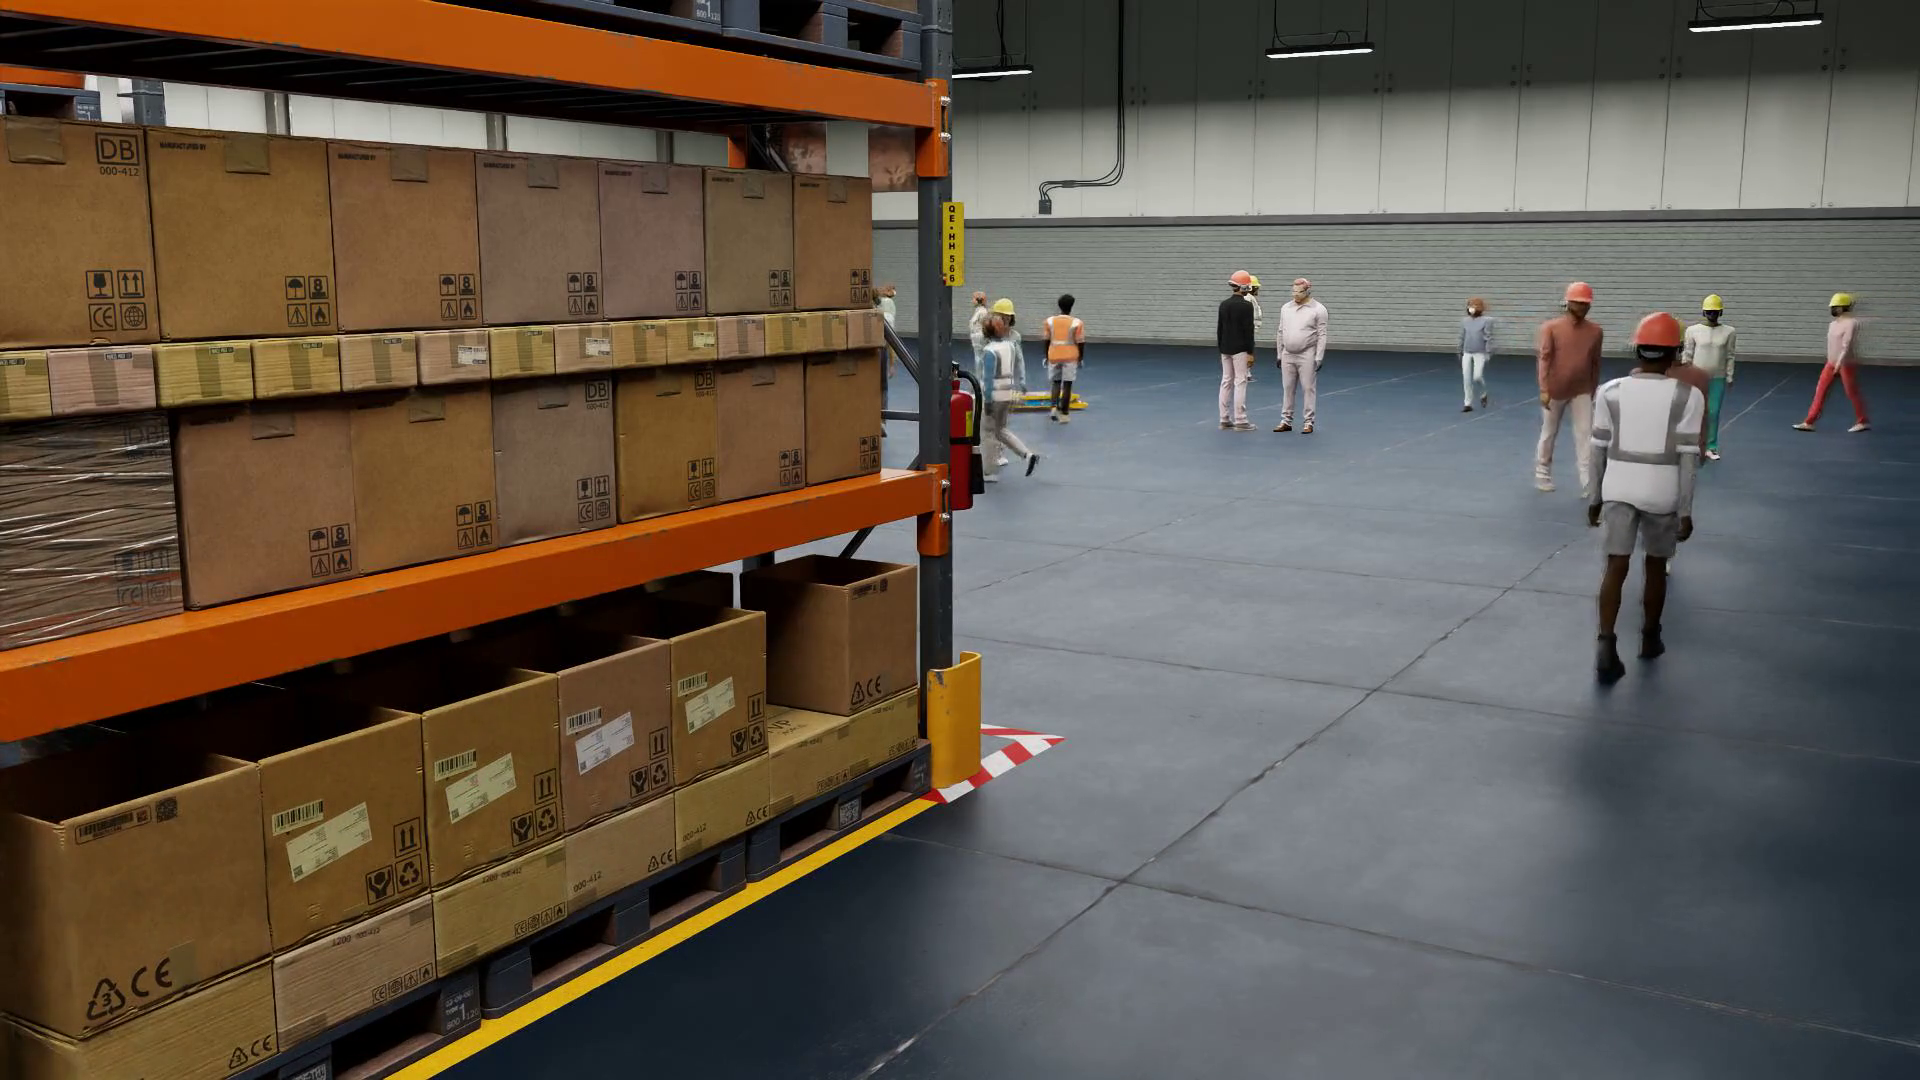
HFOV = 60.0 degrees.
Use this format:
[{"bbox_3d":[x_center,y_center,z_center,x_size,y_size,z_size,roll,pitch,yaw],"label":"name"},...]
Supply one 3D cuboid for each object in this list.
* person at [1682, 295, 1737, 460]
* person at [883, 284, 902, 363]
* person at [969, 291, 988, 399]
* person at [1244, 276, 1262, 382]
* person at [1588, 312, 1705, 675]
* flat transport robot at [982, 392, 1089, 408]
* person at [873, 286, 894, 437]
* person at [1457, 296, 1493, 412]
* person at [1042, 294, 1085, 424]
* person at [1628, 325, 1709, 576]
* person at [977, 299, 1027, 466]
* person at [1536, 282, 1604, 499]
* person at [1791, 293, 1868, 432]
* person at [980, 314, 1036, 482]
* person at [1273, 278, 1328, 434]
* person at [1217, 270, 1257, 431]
[{"bbox_3d":[8.006,-1.735,17.804,0.533,1.767,0.326,2,10,13],"label":"person"},{"bbox_3d":[-1.497,-4.402,33.880,0.704,1.612,0.504,0,10,2],"label":"person"},{"bbox_3d":[0.302,-2.960,25.342,0.307,1.640,0.520,-2,10,-9],"label":"person"},{"bbox_3d":[5.038,-3.662,28.885,0.404,1.833,0.586,1,10,8],"label":"person"},{"bbox_3d":[3.570,-0.245,8.722,0.556,1.895,0.972,6,11,32],"label":"person"},{"bbox_3d":[1.042,-1.981,23.613,1.431,0.197,0.652,-3,10,-18],"label":"flat transport robot"},{"bbox_3d":[-1.040,-2.088,19.694,0.504,1.832,0.401,-1,10,-3],"label":"person"},{"bbox_3d":[7.177,-2.585,23.202,0.398,1.617,0.517,-9,13,-43],"label":"person"},{"bbox_3d":[1.362,-2.346,21.603,0.563,1.680,0.401,4,10,21],"label":"person"},{"bbox_3d":[4.776,-0.630,11.368,0.548,1.736,0.752,7,12,35],"label":"person"},{"bbox_3d":[0.482,-1.629,17.259,0.511,1.722,0.636,-5,11,-29],"label":"person"},{"bbox_3d":[5.529,-1.353,15.073,0.617,1.940,1.040,0,10,0],"label":"person"},{"bbox_3d":[10.869,-2.186,20.576,0.911,1.721,0.524,-1,10,-8],"label":"person"},{"bbox_3d":[0.393,-1.346,15.926,0.569,1.620,0.529,5,11,26],"label":"person"},{"bbox_3d":[4.178,-2.260,20.487,0.639,1.902,0.407,7,12,37],"label":"person"},{"bbox_3d":[3.470,-2.362,20.800,0.391,1.995,0.613,-6,11,-30],"label":"person"}]
